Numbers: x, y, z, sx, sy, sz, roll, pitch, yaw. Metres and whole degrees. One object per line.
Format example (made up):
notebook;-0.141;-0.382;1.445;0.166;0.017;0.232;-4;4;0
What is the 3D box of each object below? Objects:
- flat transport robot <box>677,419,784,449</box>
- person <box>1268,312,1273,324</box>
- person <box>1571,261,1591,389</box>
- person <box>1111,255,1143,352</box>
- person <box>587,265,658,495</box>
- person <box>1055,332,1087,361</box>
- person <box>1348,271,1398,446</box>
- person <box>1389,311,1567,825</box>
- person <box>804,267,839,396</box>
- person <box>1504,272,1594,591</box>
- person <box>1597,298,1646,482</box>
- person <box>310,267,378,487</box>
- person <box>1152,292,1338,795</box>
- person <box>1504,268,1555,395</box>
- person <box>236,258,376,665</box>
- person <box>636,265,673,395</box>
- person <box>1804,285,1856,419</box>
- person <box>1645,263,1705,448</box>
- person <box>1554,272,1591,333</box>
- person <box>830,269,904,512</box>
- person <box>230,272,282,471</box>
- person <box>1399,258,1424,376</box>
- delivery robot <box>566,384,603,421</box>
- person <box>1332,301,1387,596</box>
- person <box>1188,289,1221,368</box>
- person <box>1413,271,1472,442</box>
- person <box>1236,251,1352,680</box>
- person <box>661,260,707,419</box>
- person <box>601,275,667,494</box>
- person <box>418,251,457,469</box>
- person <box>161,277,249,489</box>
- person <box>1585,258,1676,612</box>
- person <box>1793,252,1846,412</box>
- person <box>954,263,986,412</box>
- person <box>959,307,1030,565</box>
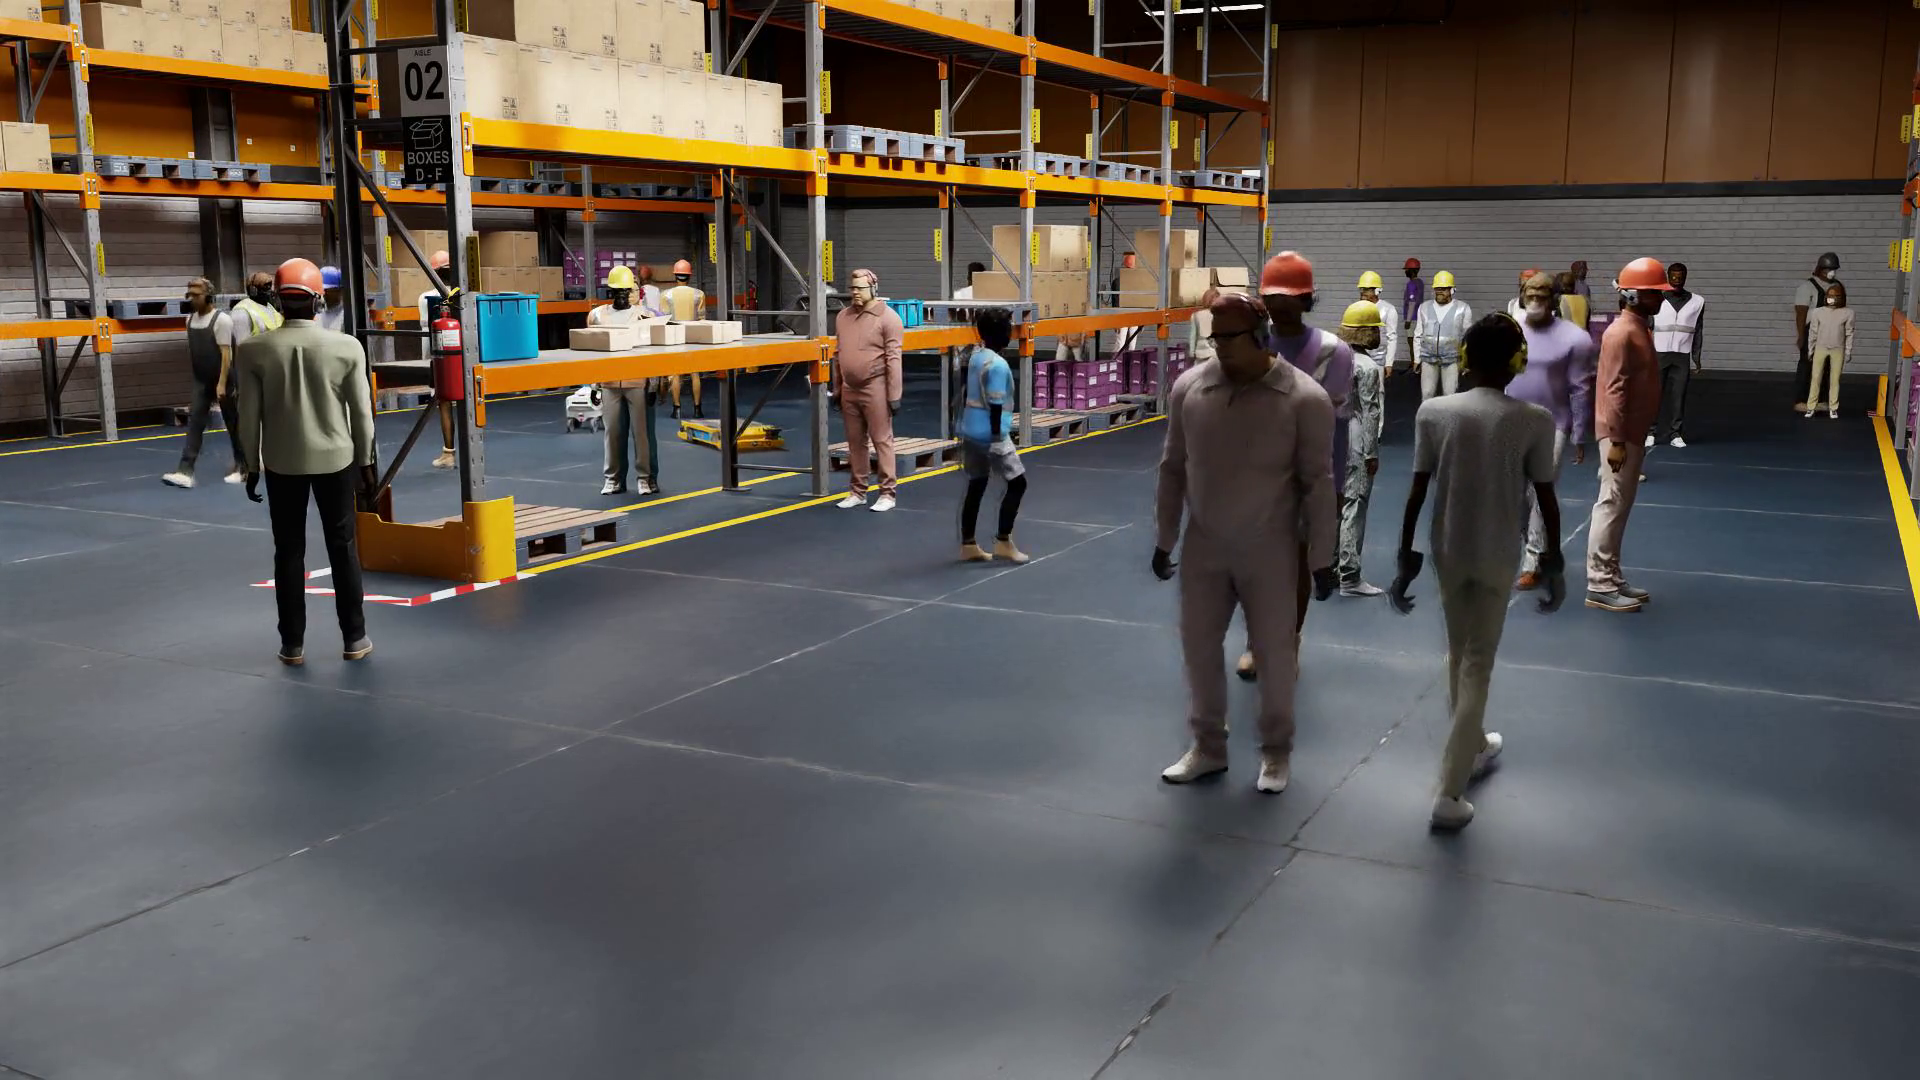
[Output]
flat transport robot;-2.435;-1.133;17.553;0.652;0.197;1.431;-5;11;-28
person;3.604;-2.089;18.920;0.536;1.704;0.930;3;10;18
person;9.178;-3.198;24.781;0.407;1.908;0.642;-3;10;-15
person;2.578;-3.362;25.502;0.611;1.985;0.393;-8;13;-40
person;-2.806;-1.320;13.881;0.585;1.919;0.400;0;10;-1
person;1.506;-2.661;22.592;0.535;1.588;0.881;6;11;31
person;4.253;-1.881;17.365;0.590;1.835;0.404;9;13;42
person;1.907;0.077;6.092;0.570;1.813;1.001;7;12;34
person;-1.984;-2.922;23.226;0.594;1.904;0.698;7;12;34
person;3.540;-0.673;10.158;0.644;1.920;0.674;7;12;35
person;5.901;-1.364;14.757;0.320;1.698;0.537;-4;10;-21
person;-5.325;-1.345;14.068;0.614;1.898;0.982;4;11;22
person;1.063;0.020;6.239;0.702;1.885;0.402;6;11;31
person;5.839;-1.857;17.122;0.405;1.868;0.585;-7;12;-37
person;-3.210;-0.380;8.208;0.623;1.993;0.384;-4;10;-20
person;-4.359;-2.945;23.447;0.859;1.859;0.581;7;12;36
person;10.661;-2.302;20.380;0.501;1.631;0.285;6;11;29
person;7.421;-1.922;17.353;0.598;1.917;0.378;2;10;12
person;6.853;-2.166;19.124;0.658;1.788;0.962;-7;12;-34
person;-0.745;-1.170;13.076;0.652;1.901;0.400;8;13;38
person;-6.498;-1.569;15.537;0.430;1.845;0.619;1;10;8
person;7.448;-3.675;27.451;0.378;1.936;0.548;6;11;30
delivery robot;-4.236;-1.563;18.951;0.477;0.478;0.707;1;10;3
person;2.347;-0.542;9.874;0.310;1.743;0.493;-3;10;-18
person;3.009;-2.201;19.927;0.510;1.590;0.904;5;11;29
person;5.114;-1.937;17.692;0.600;1.830;0.404;5;11;27
person;1.505;-0.321;7.786;0.643;2.021;0.526;5;11;25
person;-3.368;-2.442;20.307;0.551;1.936;0.356;-2;10;-14
person;-2.752;-1.313;14.036;0.565;1.846;0.390;-1;10;-8
person;-4.811;-1.689;15.651;0.395;2.038;0.615;9;13;41
person;-6.493;-1.339;14.293;0.533;1.799;0.927;3;10;18
person;3.811;-0.599;9.475;0.394;1.992;0.622;6;12;32
person;11.019;-2.650;21.217;0.688;2.000;0.536;-3;10;-15
person;0.143;-2.499;20.751;0.655;1.903;1.031;1;10;3
person;0.238;-0.666;10.790;0.555;1.678;0.543;-4;11;-22
